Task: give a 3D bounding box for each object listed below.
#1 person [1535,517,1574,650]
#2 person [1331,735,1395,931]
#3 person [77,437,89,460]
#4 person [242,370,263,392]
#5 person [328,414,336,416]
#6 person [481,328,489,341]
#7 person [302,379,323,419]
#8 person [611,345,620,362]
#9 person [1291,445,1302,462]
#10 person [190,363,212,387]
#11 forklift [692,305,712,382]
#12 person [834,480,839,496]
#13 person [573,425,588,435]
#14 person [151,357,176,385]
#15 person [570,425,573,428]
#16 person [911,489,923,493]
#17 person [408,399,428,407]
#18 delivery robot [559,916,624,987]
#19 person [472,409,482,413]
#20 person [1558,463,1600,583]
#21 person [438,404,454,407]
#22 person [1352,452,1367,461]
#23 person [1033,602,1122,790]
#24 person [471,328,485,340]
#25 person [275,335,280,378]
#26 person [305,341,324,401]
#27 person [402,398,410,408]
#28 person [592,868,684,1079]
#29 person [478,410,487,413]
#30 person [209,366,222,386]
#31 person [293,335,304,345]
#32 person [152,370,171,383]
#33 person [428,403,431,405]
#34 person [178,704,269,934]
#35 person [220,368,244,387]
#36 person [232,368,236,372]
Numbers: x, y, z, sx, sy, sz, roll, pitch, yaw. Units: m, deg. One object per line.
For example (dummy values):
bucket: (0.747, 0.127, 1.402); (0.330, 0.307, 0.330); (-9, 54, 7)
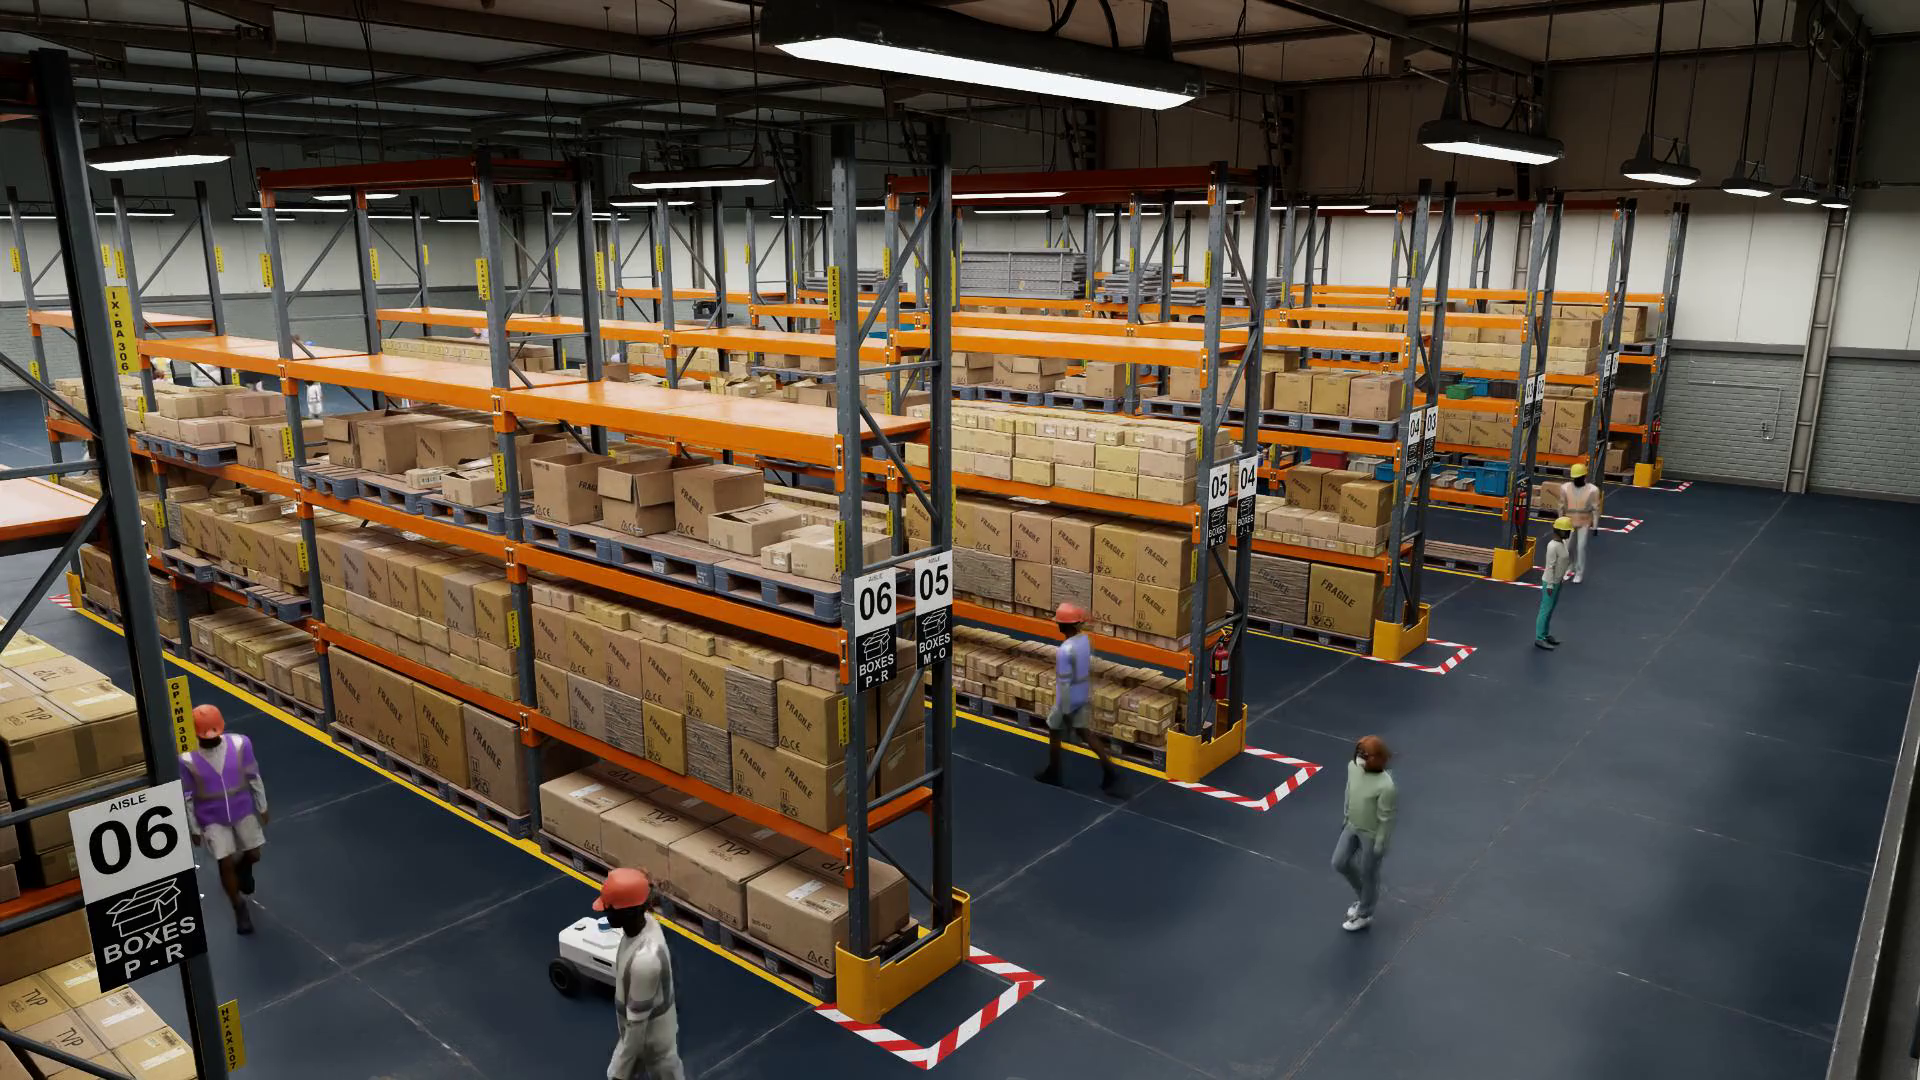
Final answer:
person: (7.890, 0.553, 16.676); (0.319, 1.766, 0.534); (11, 18, 38)
person: (3.136, 2.286, 9.831); (0.343, 1.617, 0.524); (-6, 15, -23)
person: (-20.129, -2.410, 28.951); (0.494, 1.718, 0.721); (-1, 14, -5)
person: (-21.684, -4.903, 38.713); (0.849, 1.967, 0.625); (11, 17, 37)
person: (-12.440, -1.591, 25.247); (0.337, 1.882, 0.585); (-4, 14, -16)
person: (-19.845, -8.315, 52.906); (0.559, 1.891, 1.014); (0, 14, 1)
person: (-16.656, -3.328, 32.322); (0.817, 1.911, 0.567); (-3, 14, -13)
person: (-10.871, -5.314, 40.520); (0.635, 1.919, 0.784); (-3, 14, -12)
person: (6.668, -1.411, 24.759); (0.327, 1.765, 0.531); (9, 16, 33)
person: (-22.956, -4.758, 38.210); (0.953, 1.914, 0.616); (11, 18, 38)
forklift: (-9.511, -7.392, 47.124); (1.873, 2.768, 1.129); (11, 17, 38)
person: (-1.851, -0.428, 20.527); (0.477, 1.852, 0.542); (12, 18, 40)
person: (-7.965, -1.899, 26.443); (0.373, 1.917, 0.595); (-3, 14, -12)
person: (-25.176, -5.118, 39.860); (0.619, 1.838, 0.430); (-6, 15, -23)
person: (-10.735, -3.840, 35.033); (0.513, 1.630, 0.318); (-8, 16, -31)
person: (-0.508, 0.179, 18.034); (0.822, 1.862, 0.584); (11, 17, 38)
person: (-14.005, -3.438, 32.615); (0.609, 1.995, 0.378); (6, 15, 23)
delivery robot: (-2.559, 2.973, 9.135); (0.707, 0.478, 0.477); (8, 16, 29)
person: (-10.360, -2.040, 27.024); (0.655, 1.914, 0.802); (-6, 15, -22)
person: (9.702, -0.276, 19.791); (0.605, 1.905, 0.473); (9, 17, 34)
person: (-12.123, -2.668, 29.860); (0.632, 1.815, 0.853); (-2, 14, -9)
person: (8.128, -1.601, 25.839); (0.682, 1.612, 0.502); (10, 17, 35)
person: (1.165, 1.540, 12.343); (0.859, 1.910, 0.545); (10, 17, 36)
person: (-17.777, -6.849, 46.574); (0.485, 2.031, 0.609); (12, 18, 40)
person: (-25.877, -7.037, 47.940); (0.555, 1.748, 0.363); (8, 16, 30)
person: (-21.328, -5.562, 41.447); (0.603, 1.949, 0.389); (-3, 14, -13)
person: (-16.605, -4.577, 37.636); (0.523, 1.843, 0.824); (-5, 15, -20)
person: (-1.790, 2.775, 7.083); (1.041, 1.995, 0.632); (-6, 15, -22)
person: (-11.318, -2.639, 30.112); (0.546, 1.601, 0.810); (-2, 14, -7)
person: (-20.984, -4.184, 35.917); (0.670, 1.881, 0.669); (-5, 15, -21)
person: (-25.386, -7.099, 48.475); (0.382, 1.617, 0.553); (4, 14, 16)
person: (-21.521, -3.668, 33.929); (0.645, 1.817, 0.458); (-2, 14, -9)
person: (-14.265, -3.666, 33.734); (0.638, 1.910, 0.407); (-10, 17, -36)
person: (-5.785, 2.133, 9.891); (0.594, 1.903, 0.676); (-12, 18, -40)
person: (-20.736, -4.228, 35.859); (0.697, 2.000, 0.646); (12, 18, 39)
person: (-25.776, -6.119, 44.295); (0.535, 1.665, 0.786); (-9, 16, -33)
